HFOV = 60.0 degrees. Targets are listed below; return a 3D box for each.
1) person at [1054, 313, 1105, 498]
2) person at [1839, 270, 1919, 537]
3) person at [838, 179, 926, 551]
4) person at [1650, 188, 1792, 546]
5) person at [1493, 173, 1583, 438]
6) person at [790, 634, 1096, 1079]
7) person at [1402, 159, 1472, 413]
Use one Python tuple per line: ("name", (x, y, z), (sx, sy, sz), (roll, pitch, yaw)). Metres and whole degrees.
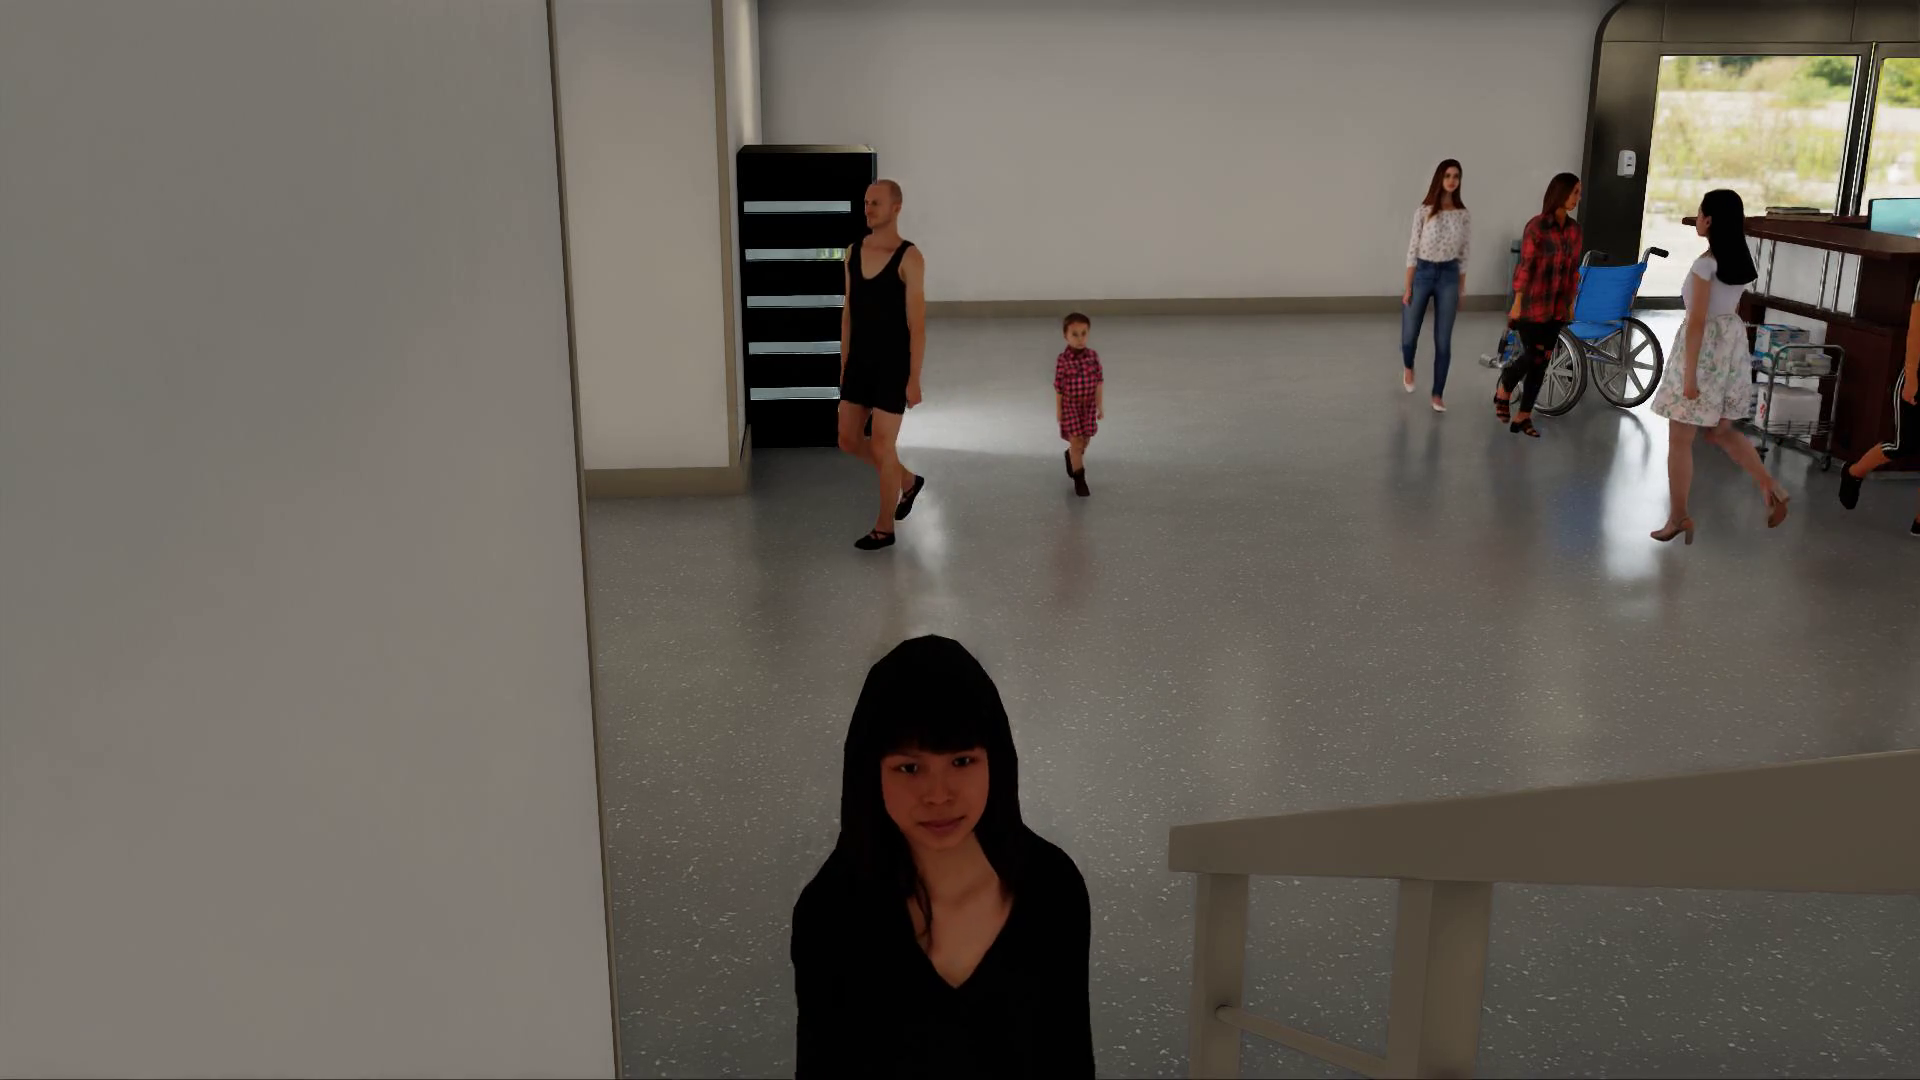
("person", (0.672, -0.775, 9.388), (0.491, 1.006, 0.747), (-4, 16, -13))
("person", (4.839, -0.831, 8.401), (0.719, 1.650, 0.950), (-5, 17, -19))
("person", (-0.327, -0.861, 8.226), (0.909, 1.803, 0.970), (12, 20, 37))
("person", (3.699, -0.786, 8.046), (0.888, 1.754, 1.070), (-10, 18, -31))
("person", (3.702, -1.509, 10.749), (0.741, 1.679, 0.787), (-6, 17, -21))
("person", (-0.015, 0.894, 2.315), (0.617, 1.631, 0.894), (-3, 16, -9))
("person", (3.309, -1.791, 11.695), (0.772, 1.710, 1.062), (2, 16, 9))
